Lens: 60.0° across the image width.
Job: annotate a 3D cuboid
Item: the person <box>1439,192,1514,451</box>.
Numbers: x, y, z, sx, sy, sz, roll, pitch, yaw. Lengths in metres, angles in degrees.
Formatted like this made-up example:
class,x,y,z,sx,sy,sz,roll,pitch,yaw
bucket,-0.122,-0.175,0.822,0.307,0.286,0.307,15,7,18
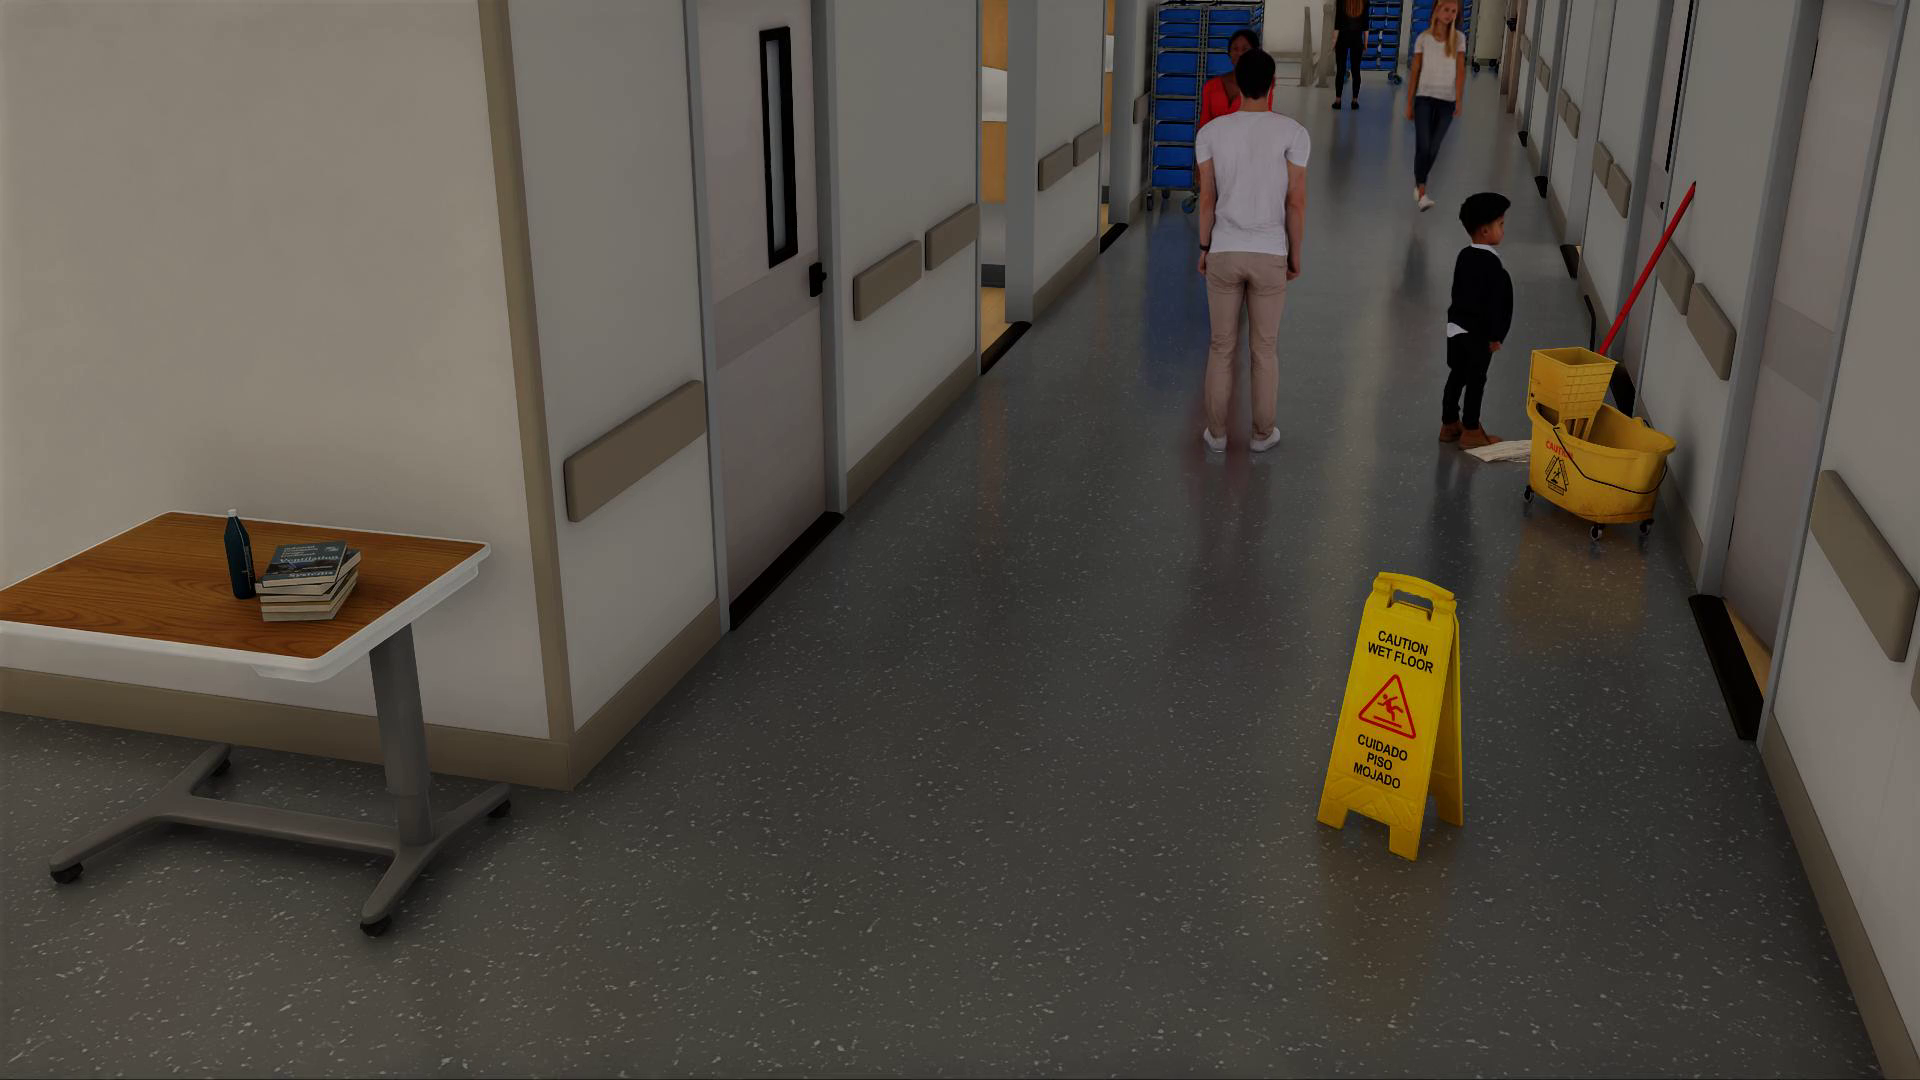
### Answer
class,x,y,z,sx,sy,sz,roll,pitch,yaw
person,2.473,-1.052,8.009,0.642,1.223,0.557,-6,22,-16

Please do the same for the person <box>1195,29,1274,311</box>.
class,x,y,z,sx,sy,sz,roll,pitch,yaw
person,1.740,-2.307,10.564,0.769,1.759,1.100,10,23,26

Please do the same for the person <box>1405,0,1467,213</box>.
class,x,y,z,sx,sy,sz,roll,pitch,yaw
person,4.068,-3.722,14.307,0.781,1.753,1.226,2,21,4

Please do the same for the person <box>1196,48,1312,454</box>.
class,x,y,z,sx,sy,sz,roll,pitch,yaw
person,1.353,-1.341,7.833,0.671,1.888,0.583,5,21,13

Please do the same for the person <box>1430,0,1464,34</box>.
class,x,y,z,sx,sy,sz,roll,pitch,yaw
person,6.751,-7.080,23.224,0.680,1.717,0.853,9,23,23

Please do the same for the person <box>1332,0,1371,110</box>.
class,x,y,z,sx,sy,sz,roll,pitch,yaw
person,5.113,-6.545,21.820,0.640,1.711,0.573,2,21,6
